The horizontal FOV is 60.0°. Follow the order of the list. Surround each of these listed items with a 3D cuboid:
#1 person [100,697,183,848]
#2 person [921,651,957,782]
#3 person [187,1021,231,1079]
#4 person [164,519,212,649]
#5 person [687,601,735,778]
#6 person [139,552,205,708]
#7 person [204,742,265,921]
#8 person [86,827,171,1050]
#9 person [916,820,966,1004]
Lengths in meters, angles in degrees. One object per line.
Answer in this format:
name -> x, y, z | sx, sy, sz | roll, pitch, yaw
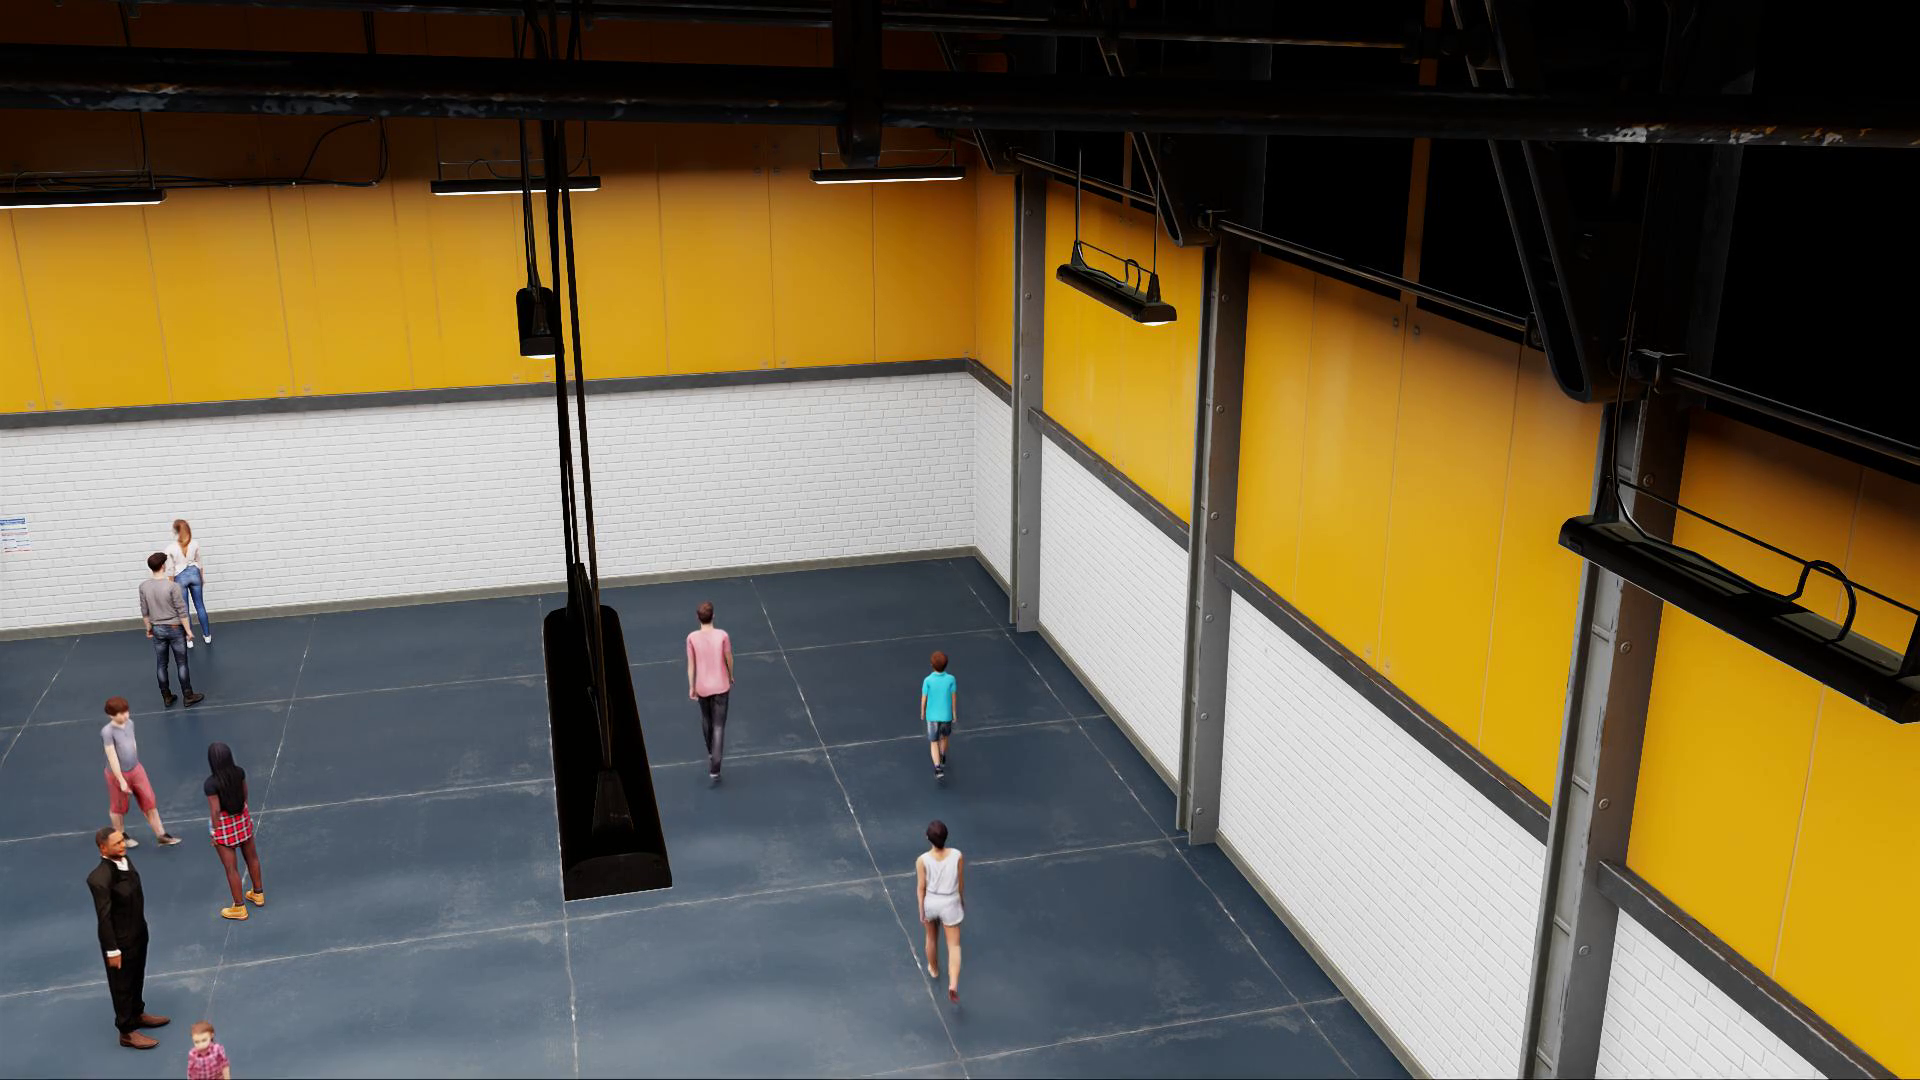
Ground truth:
person -> -8.370, 2.325, 16.521 | 1.012, 1.620, 1.013 | 8, 20, 22
person -> -0.218, 1.913, 18.048 | 0.570, 1.426, 0.939 | -4, 19, -10
person -> -5.597, 4.022, 12.449 | 0.441, 1.002, 0.693 | -4, 19, -12
person -> -10.053, 0.546, 21.649 | 0.692, 1.719, 0.695 | -17, 25, -40
person -> -2.700, 1.654, 18.040 | 0.851, 1.922, 1.277 | 0, 19, 0
person -> -9.440, 1.068, 19.809 | 0.757, 1.903, 0.679 | 0, 19, 0
person -> -6.725, 2.660, 15.359 | 0.786, 1.727, 0.709 | 7, 20, 20
person -> -6.801, 3.192, 13.500 | 0.795, 1.904, 0.625 | -1, 19, -4
person -> -0.142, 3.151, 14.125 | 0.698, 1.583, 1.008 | -1, 19, -4
